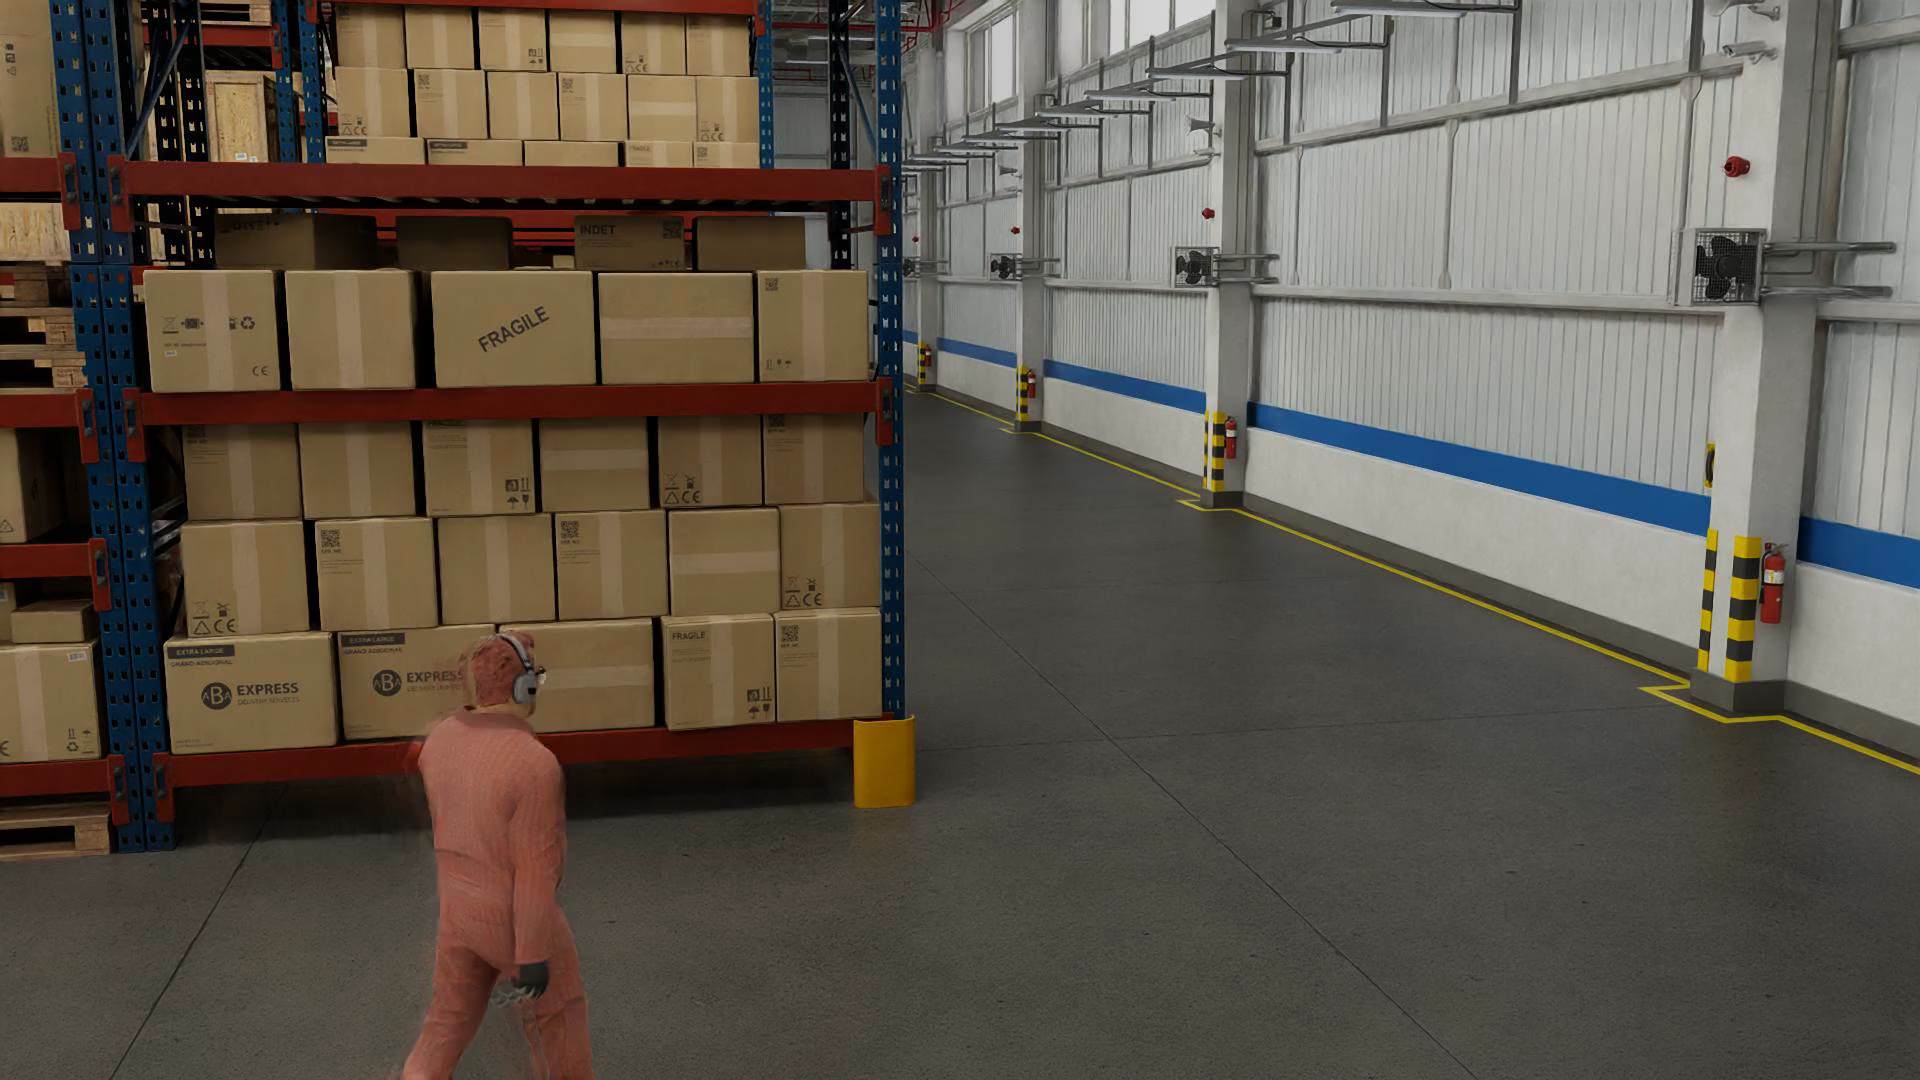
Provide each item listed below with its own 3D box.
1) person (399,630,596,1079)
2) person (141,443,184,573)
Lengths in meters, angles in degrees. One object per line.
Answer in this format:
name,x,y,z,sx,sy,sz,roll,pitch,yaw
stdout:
person,-1.548,1.226,5.452,0.658,1.863,0.999,7,12,36
person,-6.429,-0.078,13.601,0.954,1.781,0.614,-2,10,-14
